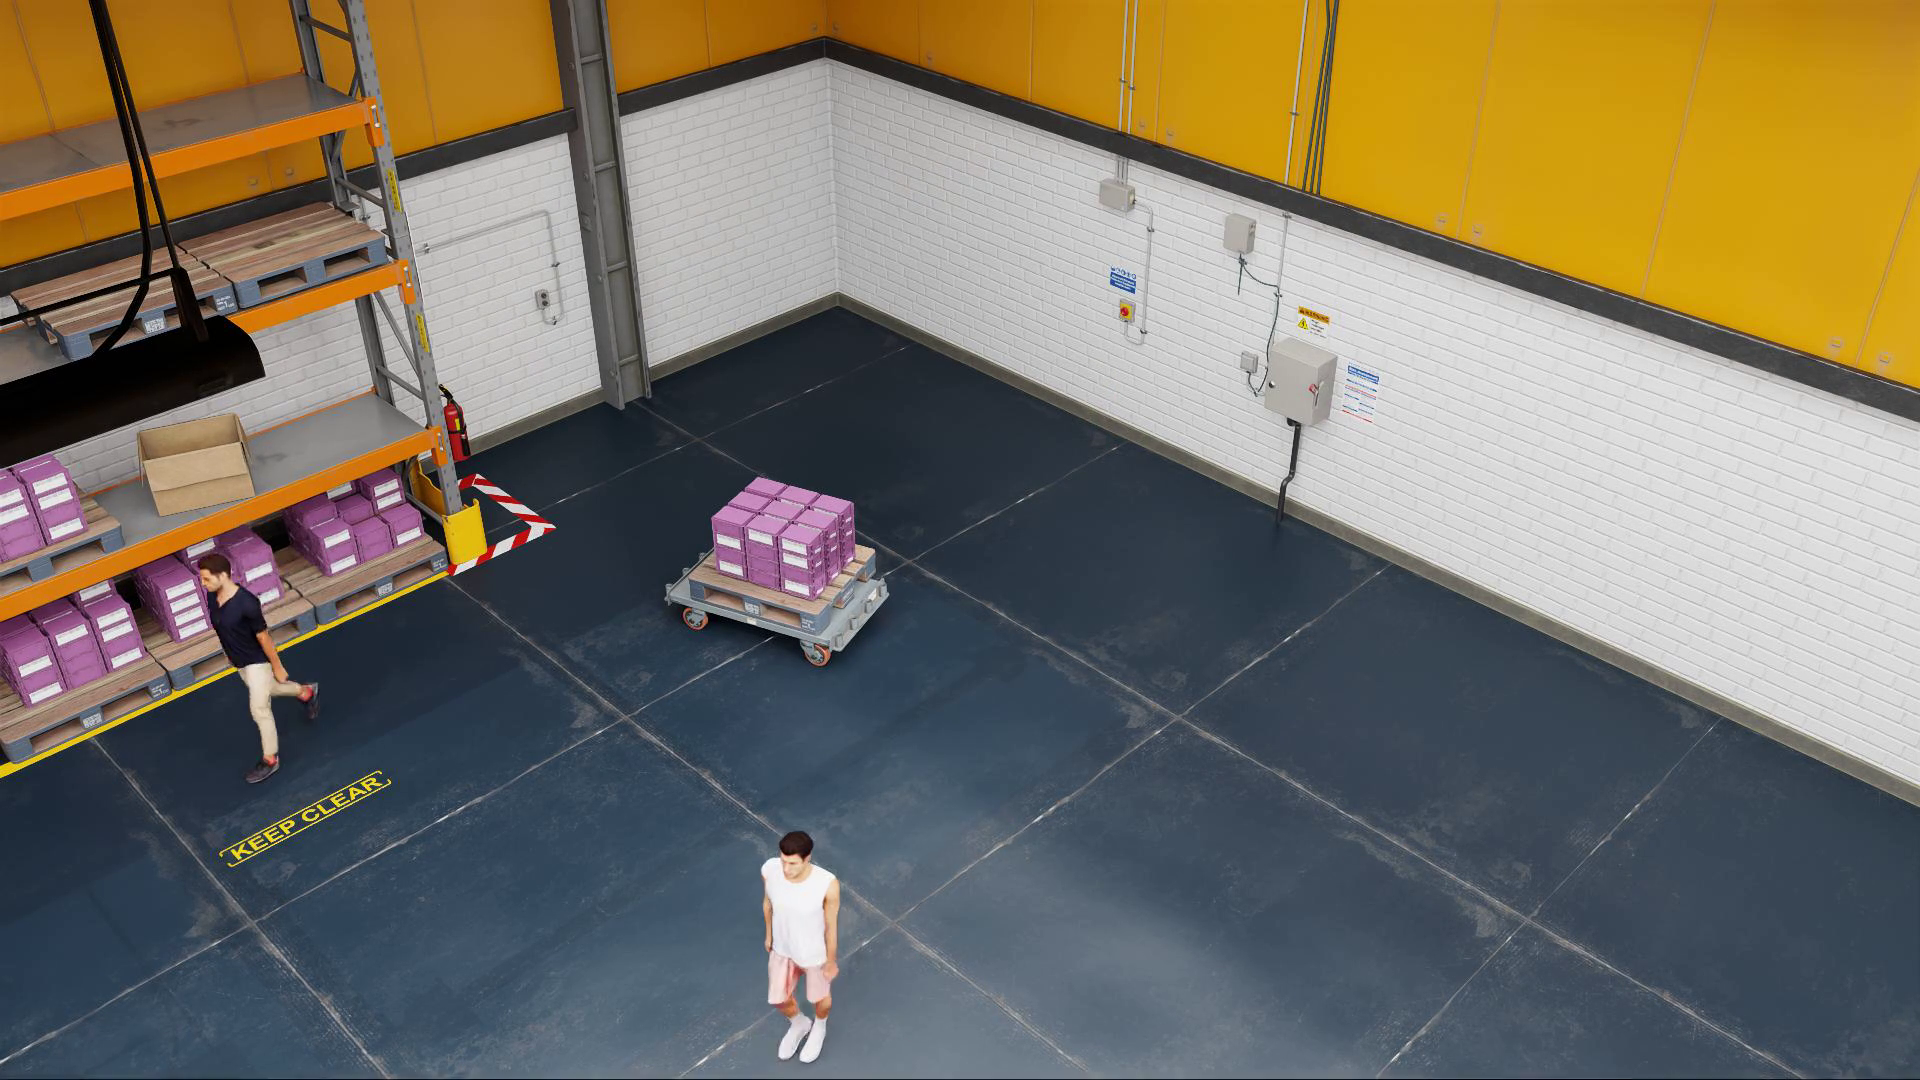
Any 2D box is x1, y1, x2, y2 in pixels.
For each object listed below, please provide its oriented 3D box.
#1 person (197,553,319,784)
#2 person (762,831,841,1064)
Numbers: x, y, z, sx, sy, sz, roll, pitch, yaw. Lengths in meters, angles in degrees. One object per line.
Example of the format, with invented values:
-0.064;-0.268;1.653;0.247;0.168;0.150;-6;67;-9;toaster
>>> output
-5.011;0.804;11.970;0.934;1.819;1.226;14;36;20;person
-0.877;2.311;9.740;0.771;1.779;0.790;12;36;18;person
